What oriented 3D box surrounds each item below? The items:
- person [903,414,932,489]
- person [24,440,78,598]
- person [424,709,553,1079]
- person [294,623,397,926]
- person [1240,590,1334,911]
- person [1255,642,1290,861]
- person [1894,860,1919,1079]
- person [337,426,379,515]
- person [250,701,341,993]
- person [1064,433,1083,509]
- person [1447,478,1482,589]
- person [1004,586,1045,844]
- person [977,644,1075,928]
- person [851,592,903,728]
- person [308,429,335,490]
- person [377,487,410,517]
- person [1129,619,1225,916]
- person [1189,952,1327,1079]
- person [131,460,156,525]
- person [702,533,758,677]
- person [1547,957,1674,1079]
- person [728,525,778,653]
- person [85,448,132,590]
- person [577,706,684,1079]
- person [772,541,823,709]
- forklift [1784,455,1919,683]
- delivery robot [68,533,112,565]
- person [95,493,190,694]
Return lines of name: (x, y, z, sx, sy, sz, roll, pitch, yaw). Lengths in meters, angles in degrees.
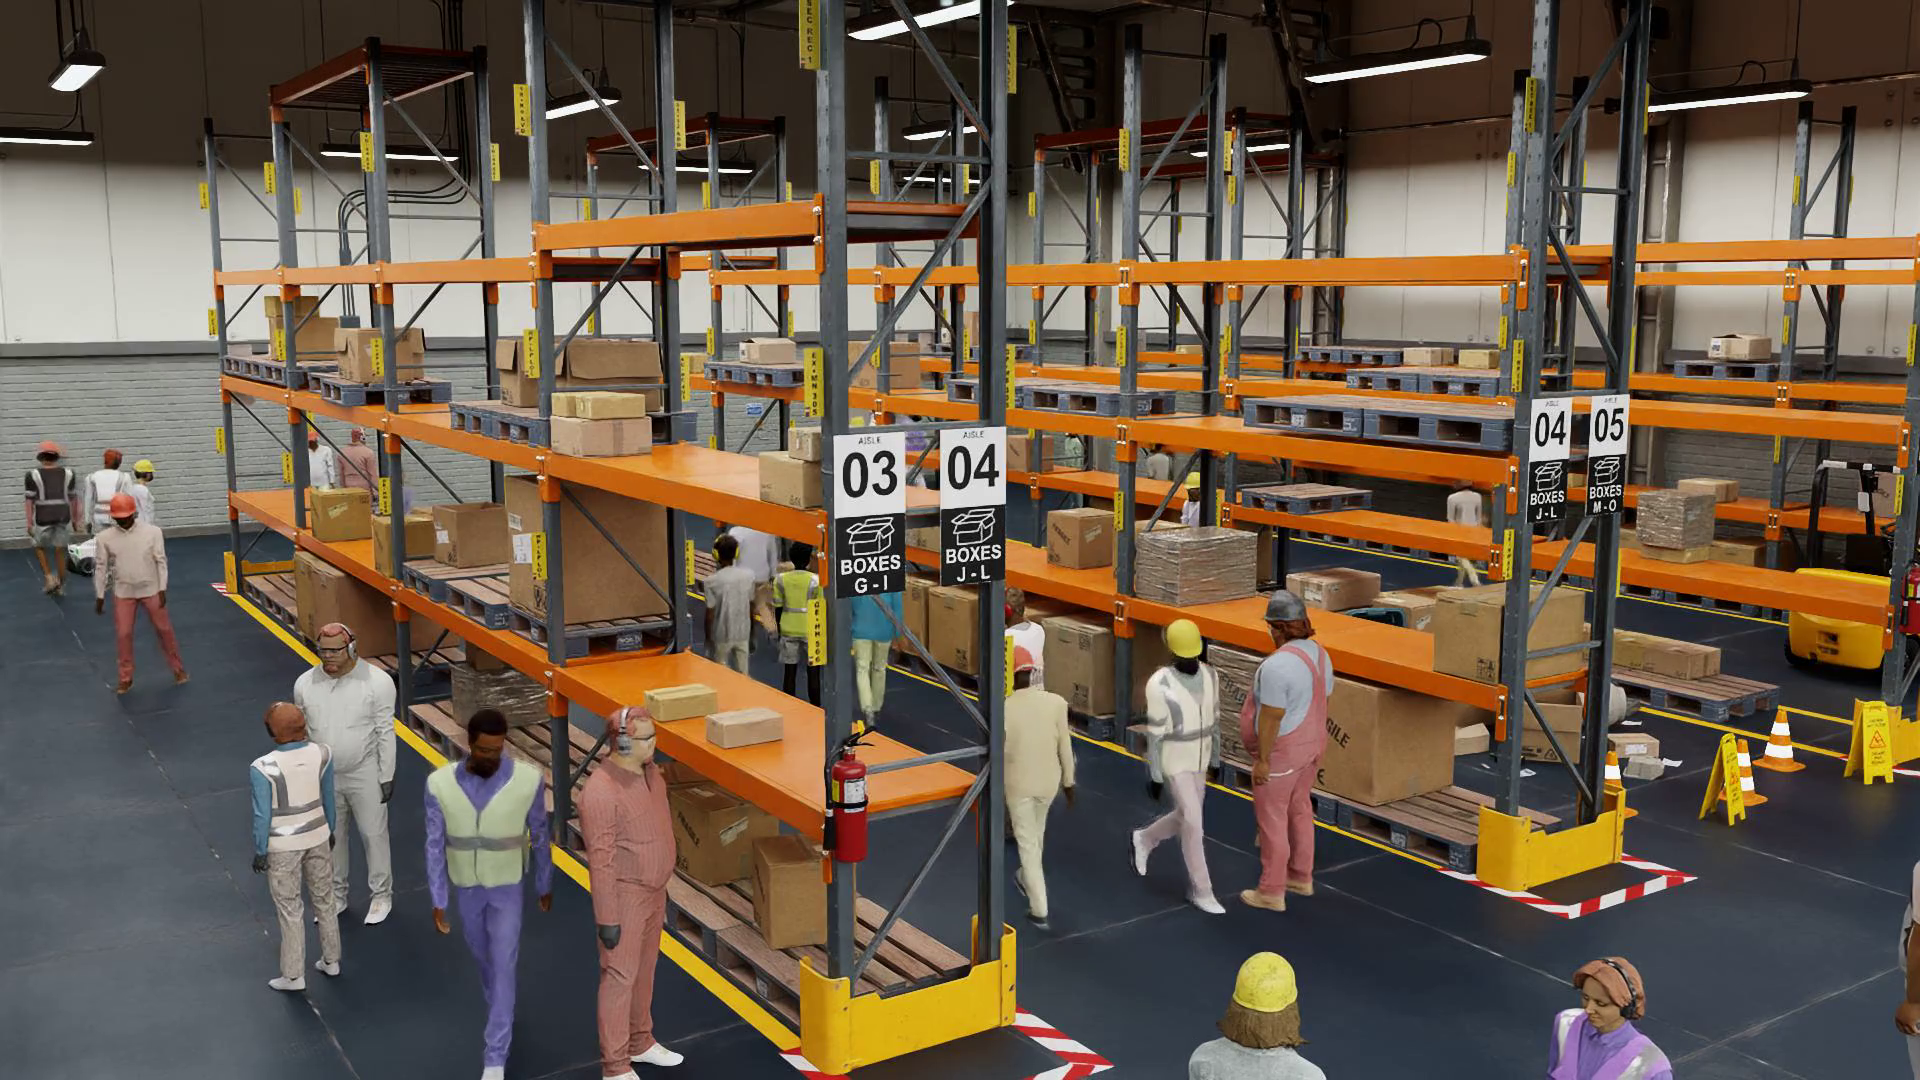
person: (-0.853, -1.602, 30.929, 1.022, 1.784, 0.619, 4, 9, 24)
person: (-11.558, -0.260, 21.167, 0.625, 2.027, 0.447, -8, 12, -44)
person: (-2.366, 1.741, 8.386, 0.579, 1.866, 0.926, -1, 9, -4)
person: (-3.794, 1.442, 10.257, 0.635, 1.900, 0.397, 0, 9, 0)
person: (2.063, 1.310, 10.642, 0.536, 2.000, 0.685, 7, 11, 40)
person: (2.219, 1.366, 11.443, 0.319, 1.687, 0.538, -3, 9, -18)
person: (4.213, 1.860, 6.980, 0.683, 2.000, 0.538, -1, 9, -10)
person: (-8.877, -0.732, 24.684, 0.652, 1.906, 0.404, 3, 9, 19)
person: (-3.720, 1.709, 9.321, 0.313, 1.636, 0.517, 6, 10, 34)
person: (1.976, -1.241, 29.022, 0.295, 1.622, 0.500, -4, 10, -27)
person: (6.511, -0.080, 21.349, 0.507, 1.603, 0.692, -3, 9, -21)
person: (0.404, 1.237, 11.801, 0.390, 1.838, 0.563, 5, 10, 32)
person: (0.376, 1.504, 10.441, 0.589, 1.702, 0.873, -4, 9, -23)
person: (-0.790, 0.816, 14.973, 0.566, 1.728, 0.769, -1, 9, -9)
person: (-10.299, -0.933, 26.581, 0.574, 1.737, 0.354, -3, 9, -21)
person: (-7.421, -0.159, 21.968, 0.852, 1.574, 0.500, 7, 11, 40)
person: (1.378, 1.392, 10.639, 0.612, 1.885, 0.834, -7, 11, -39)
person: (1.003, 2.220, 5.570, 0.487, 1.744, 0.294, 4, 9, 26)
person: (-10.434, -0.152, 21.310, 0.338, 1.761, 0.526, -6, 11, -36)
person: (-1.953, 0.863, 14.253, 0.526, 1.848, 0.582, -4, 10, -27)
person: (2.252, 2.237, 5.828, 0.313, 1.634, 0.514, -4, 9, -25)
person: (-2.227, 0.373, 17.868, 0.575, 1.735, 0.453, -6, 10, -34)
person: (-11.078, -0.266, 21.684, 0.681, 1.871, 0.474, -1, 9, -4)
person: (-1.593, 1.748, 8.168, 0.409, 1.905, 0.651, 2, 9, 13)
person: (-1.418, 0.835, 14.936, 0.530, 1.697, 0.321, 3, 9, 17)
forklift: (9.643, 0.253, 17.172, 2.313, 2.155, 1.214, -6, 10, -33)
delivery robot: (-11.910, 0.147, 22.995, 0.477, 0.478, 0.707, 8, 12, 43)
person: (-8.016, 0.502, 16.274, 0.807, 1.966, 0.590, -3, 9, -19)
